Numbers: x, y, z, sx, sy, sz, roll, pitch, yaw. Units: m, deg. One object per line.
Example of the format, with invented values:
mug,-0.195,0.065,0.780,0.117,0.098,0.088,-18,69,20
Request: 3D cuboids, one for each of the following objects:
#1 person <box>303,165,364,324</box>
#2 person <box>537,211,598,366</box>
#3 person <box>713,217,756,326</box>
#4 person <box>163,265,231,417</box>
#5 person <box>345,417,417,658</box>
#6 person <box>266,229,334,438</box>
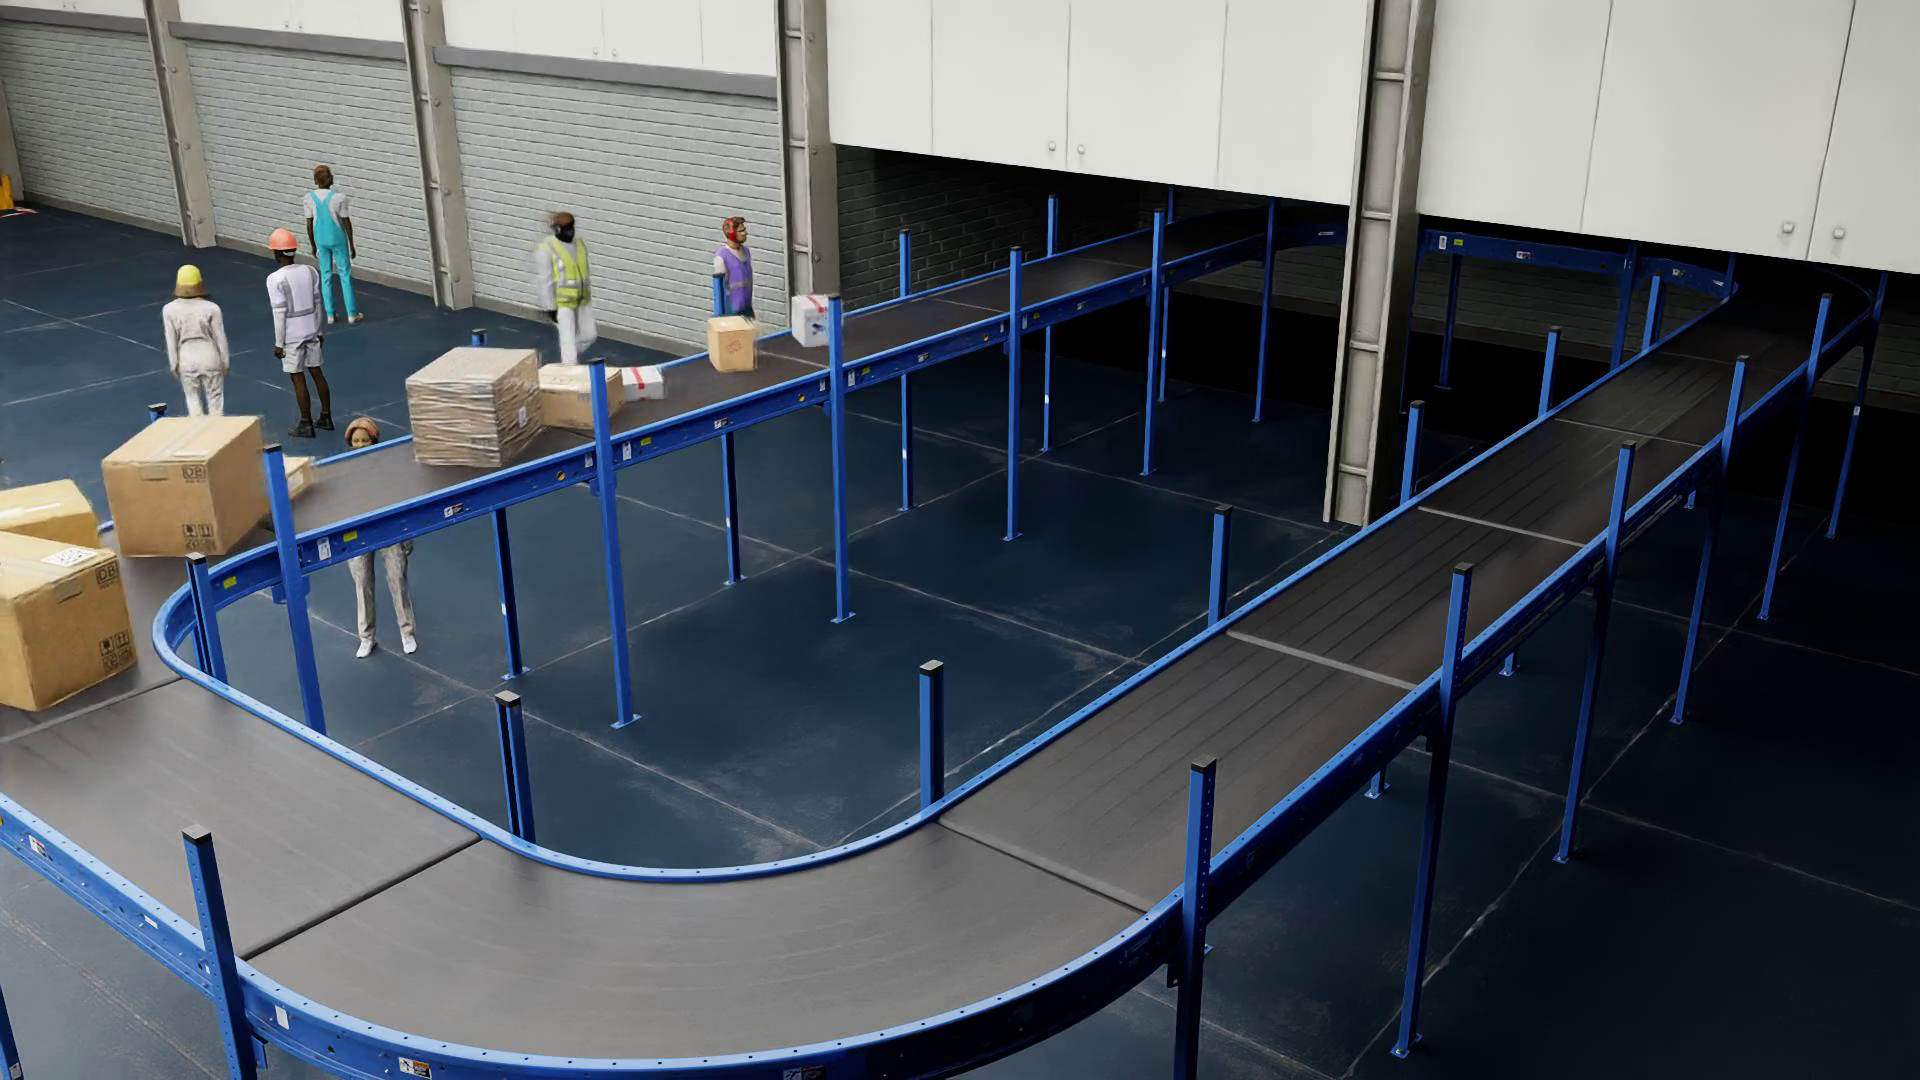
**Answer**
person,-7.332,-3.443,19.419,0.506,1.845,0.342,-1,21,-2
person,-3.963,-2.420,16.843,0.476,1.827,0.632,16,27,35
person,-2.220,-2.273,16.441,0.384,1.848,0.570,7,23,18
person,-6.789,-1.597,14.880,0.501,1.730,0.370,-5,22,-13
person,-3.868,-0.020,10.996,0.514,1.643,0.307,-4,22,-11
person,-6.144,-1.911,15.401,0.360,1.935,0.552,10,24,25
